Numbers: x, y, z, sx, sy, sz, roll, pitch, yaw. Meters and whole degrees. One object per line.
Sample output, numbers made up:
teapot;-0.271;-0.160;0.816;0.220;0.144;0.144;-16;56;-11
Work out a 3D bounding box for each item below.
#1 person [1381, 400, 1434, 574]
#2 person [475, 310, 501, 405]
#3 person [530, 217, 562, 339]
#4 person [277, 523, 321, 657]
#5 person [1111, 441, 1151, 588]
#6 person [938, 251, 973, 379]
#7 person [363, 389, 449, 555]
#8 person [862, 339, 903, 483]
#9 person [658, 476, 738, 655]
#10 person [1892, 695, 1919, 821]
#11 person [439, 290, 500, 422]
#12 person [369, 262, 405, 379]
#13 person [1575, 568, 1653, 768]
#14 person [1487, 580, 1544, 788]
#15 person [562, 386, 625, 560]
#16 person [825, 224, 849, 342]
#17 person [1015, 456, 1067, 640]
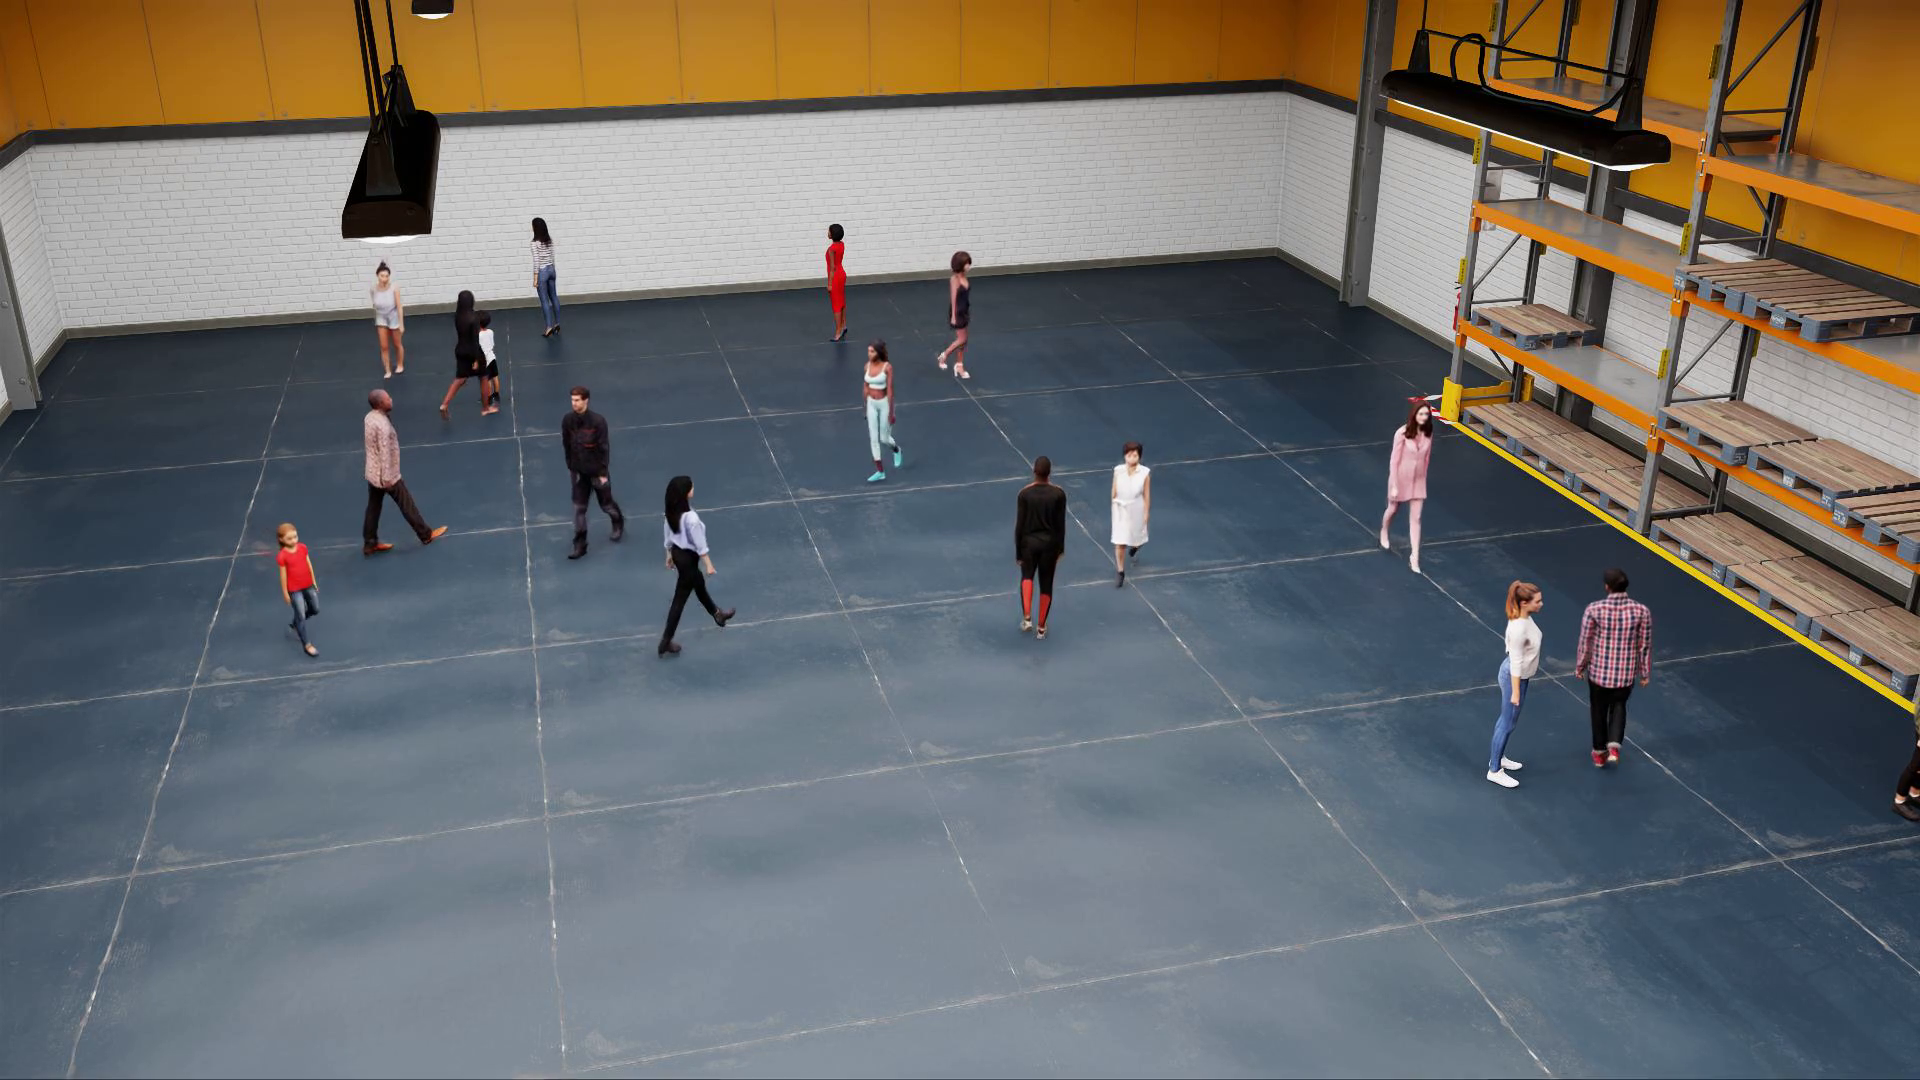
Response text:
person;4.585;-0.605;17.228;0.723;1.755;1.162;-3;24;-7
person;-6.269;-2.431;22.020;0.642;1.262;0.577;11;26;23
person;-6.164;-3.907;24.731;0.698;1.796;0.647;14;27;29
person;-6.169;0.430;15.431;0.761;1.298;0.691;15;28;31
person;1.718;-0.301;16.811;0.779;1.532;0.945;6;24;13
person;-0.089;-3.082;22.865;0.841;1.778;0.793;11;26;24
person;-6.113;-0.677;17.366;1.041;1.776;1.145;-19;30;-37
person;-0.888;-1.526;19.391;0.843;1.711;0.898;14;27;29
person;-2.590;0.270;15.304;1.038;1.693;1.192;-20;30;-37
person;7.525;1.461;12.851;0.631;1.475;0.607;-15;28;-31
person;-6.310;-2.314;21.213;1.140;1.695;1.148;14;27;29
person;-7.911;-3.060;23.042;0.640;1.596;0.846;0;24;1
person;5.250;1.084;13.395;0.860;1.731;0.871;7;25;16
person;4.435;1.127;13.309;0.750;1.720;0.667;10;25;21
person;-3.836;-0.746;17.486;1.075;1.806;1.263;6;24;12
person;-1.820;-3.814;24.583;0.706;1.744;0.595;7;24;15
person;0.750;0.102;15.558;0.710;1.796;0.733;2;24;4
